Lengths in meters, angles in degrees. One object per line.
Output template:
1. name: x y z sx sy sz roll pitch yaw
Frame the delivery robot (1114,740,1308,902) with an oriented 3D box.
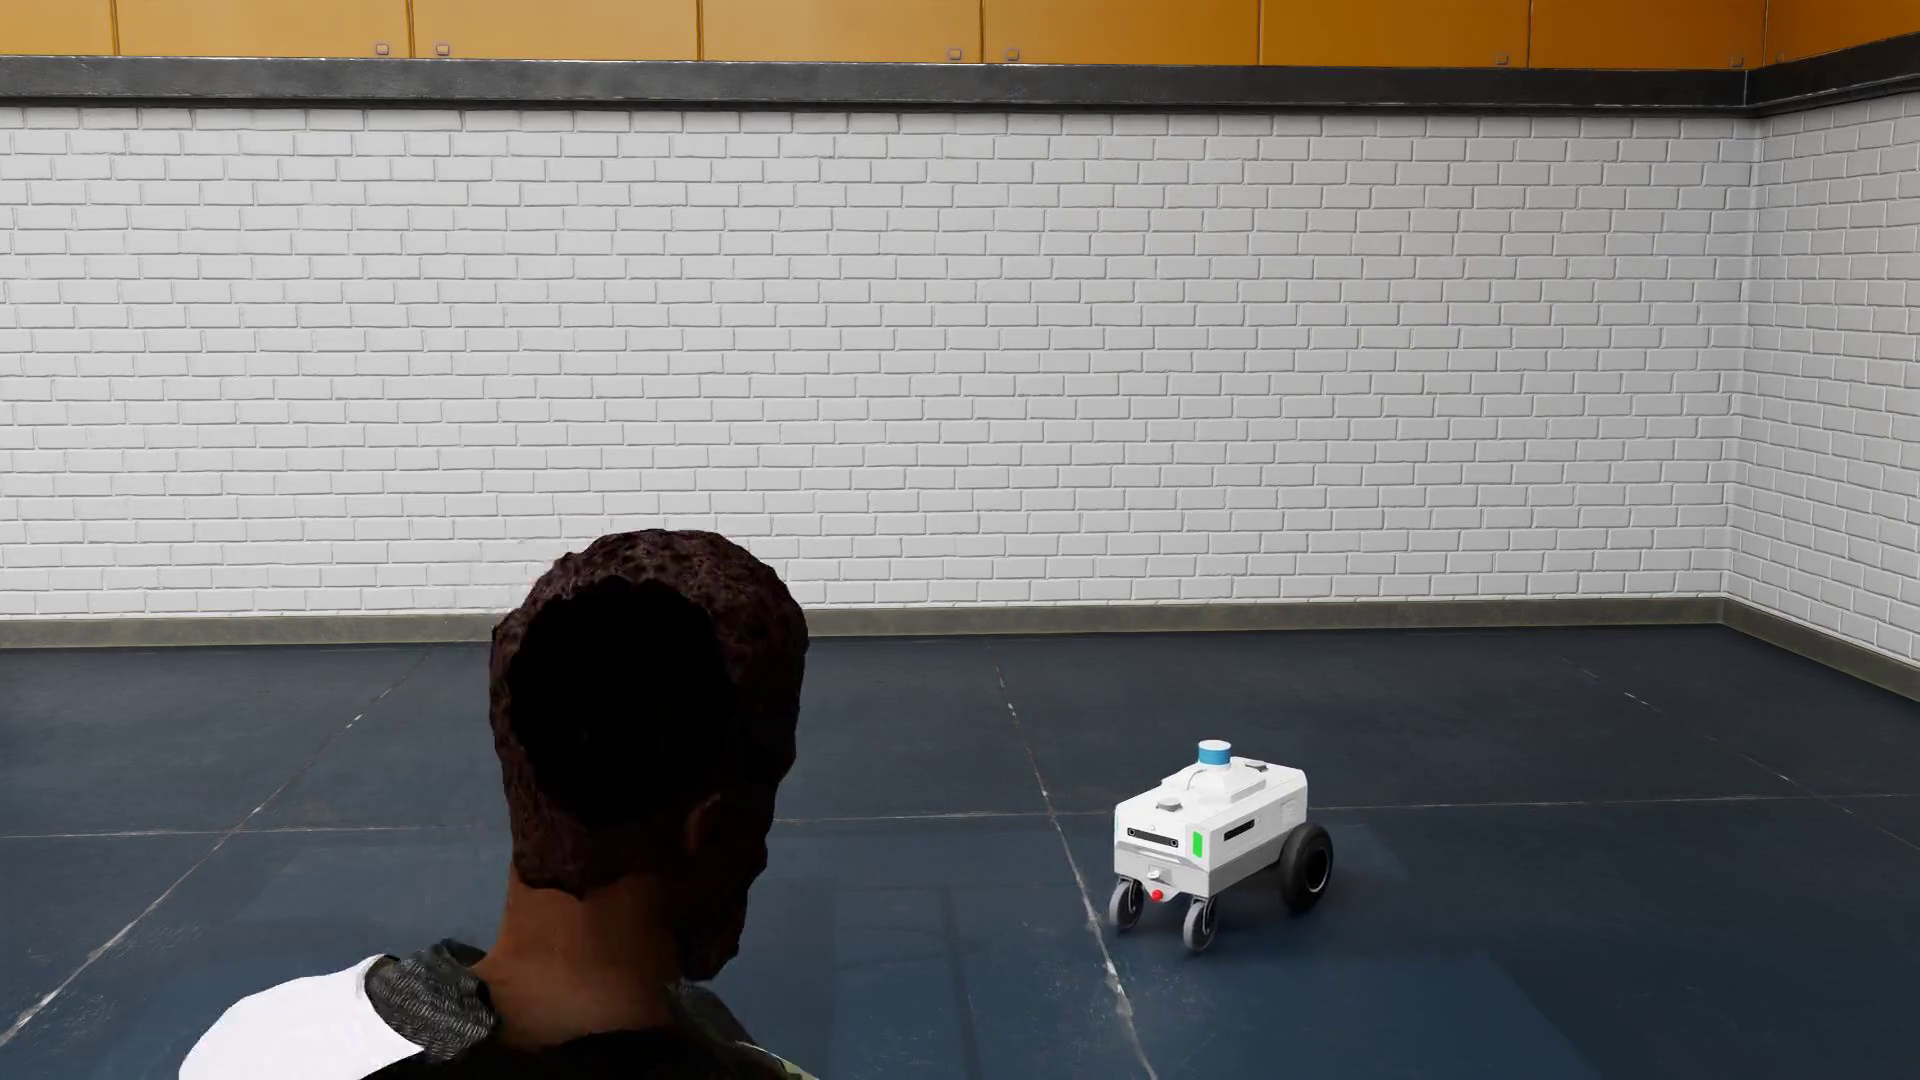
1. delivery robot: 0.794 0.874 5.226 0.477 0.478 0.707 8 12 39

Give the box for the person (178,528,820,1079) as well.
1. person: -0.313 0.914 1.195 0.723 1.848 1.006 3 10 20
